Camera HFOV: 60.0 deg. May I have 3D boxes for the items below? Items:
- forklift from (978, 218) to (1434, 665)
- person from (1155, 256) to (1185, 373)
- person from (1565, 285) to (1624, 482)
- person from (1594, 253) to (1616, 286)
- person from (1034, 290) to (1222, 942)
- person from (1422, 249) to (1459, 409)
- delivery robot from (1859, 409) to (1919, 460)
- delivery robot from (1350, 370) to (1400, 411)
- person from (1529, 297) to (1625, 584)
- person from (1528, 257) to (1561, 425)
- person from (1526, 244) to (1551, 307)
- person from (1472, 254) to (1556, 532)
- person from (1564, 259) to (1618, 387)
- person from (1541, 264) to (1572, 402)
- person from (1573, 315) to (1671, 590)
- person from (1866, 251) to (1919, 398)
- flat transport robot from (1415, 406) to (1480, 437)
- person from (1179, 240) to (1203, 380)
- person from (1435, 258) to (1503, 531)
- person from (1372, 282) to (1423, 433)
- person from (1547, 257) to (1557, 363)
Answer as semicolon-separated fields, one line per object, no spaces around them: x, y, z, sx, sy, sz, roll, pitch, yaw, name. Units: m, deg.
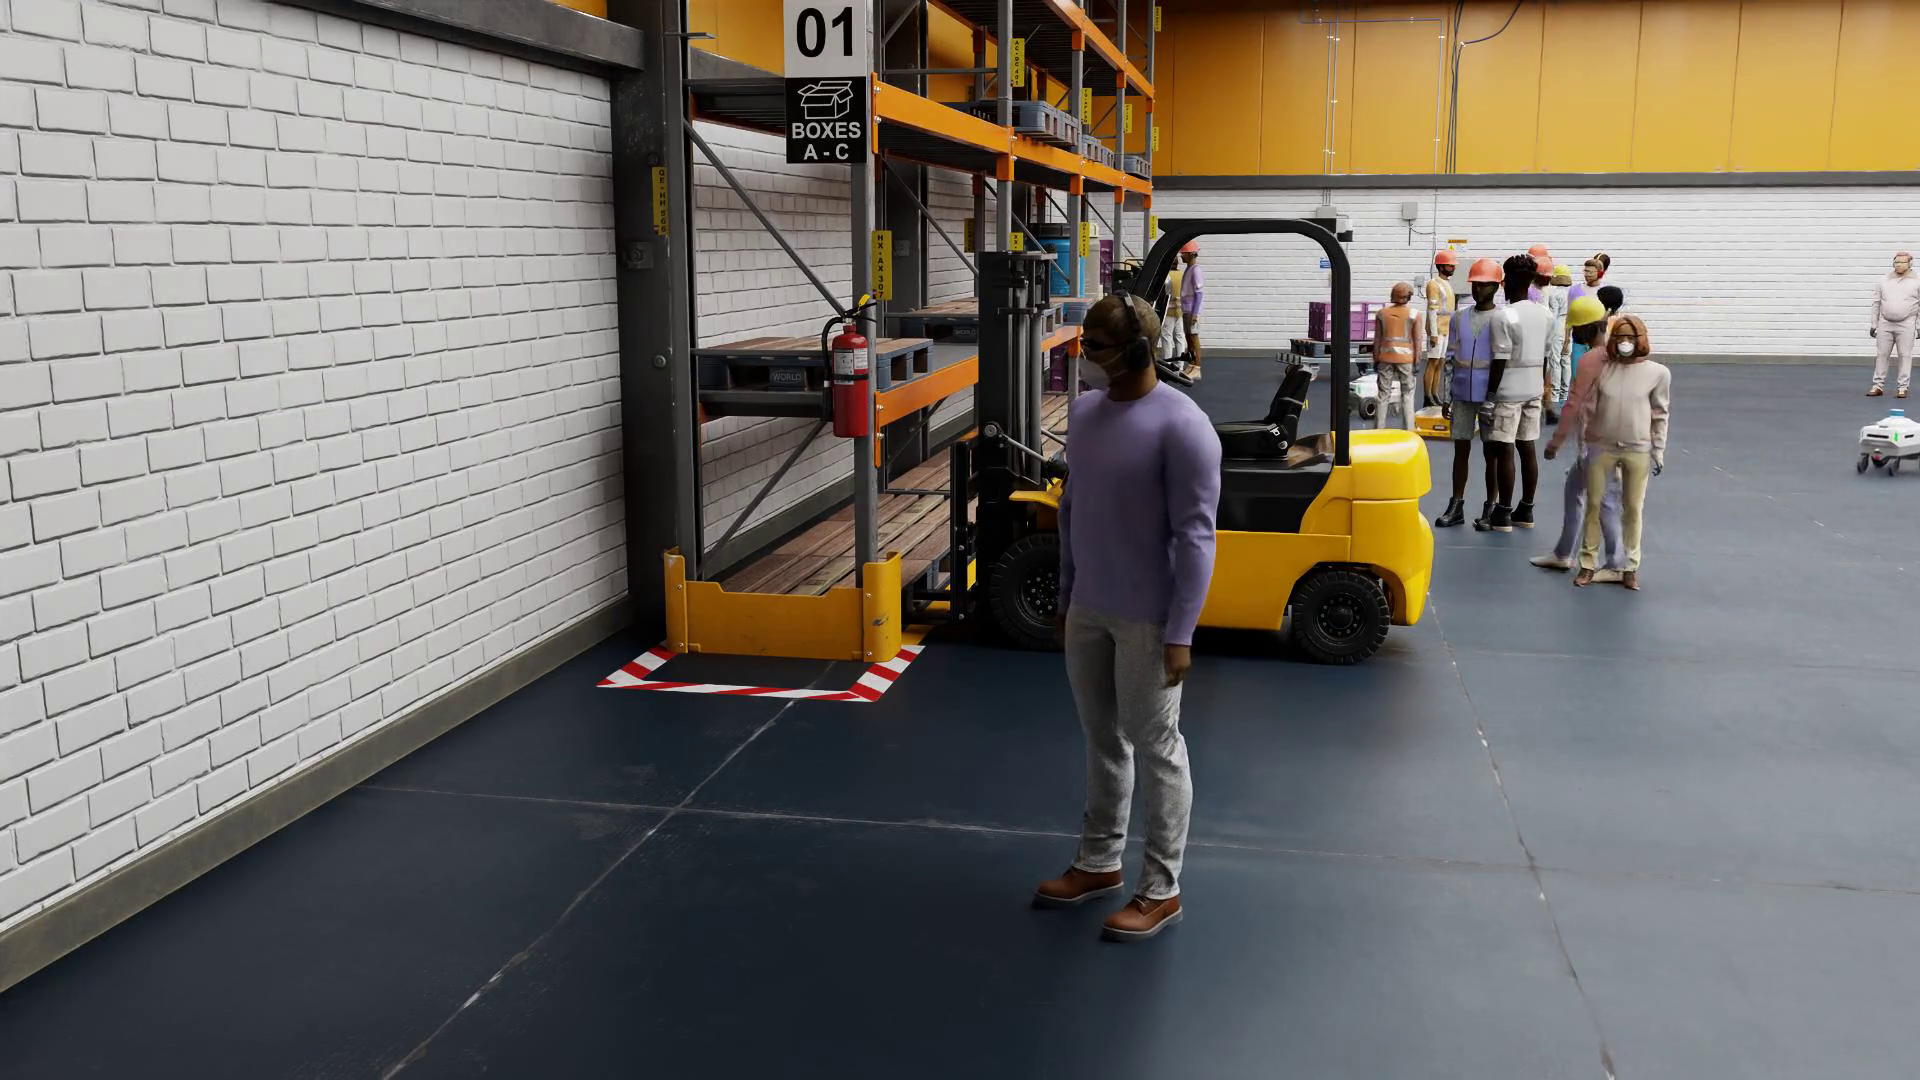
1.285;-0.567;8.635;2.313;2.155;1.214;2;11;11;forklift
3.158;-3.376;25.002;0.624;1.845;0.430;-7;12;-33;person
5.534;-1.351;14.336;0.552;1.669;0.614;-4;11;-22;person
8.532;-2.886;22.266;0.512;1.862;0.329;-8;13;-36;person
0.500;0.227;4.996;0.372;1.935;0.627;-7;12;-33;person
5.794;-2.516;20.017;0.361;1.939;0.543;7;13;35;person
8.330;-0.920;14.806;0.707;0.478;0.477;-8;13;-37;delivery robot
4.757;-1.730;19.246;0.707;0.478;0.477;-6;12;-30;delivery robot
3.768;-0.605;10.125;0.744;1.726;0.523;7;12;32;person
6.291;-2.203;18.516;1.033;1.891;0.548;5;12;27;person
7.665;-2.951;22.249;0.382;1.995;0.612;-3;11;-18;person
3.947;-1.041;11.859;0.602;1.966;0.368;-7;12;-33;person
7.180;-2.270;18.934;0.564;1.841;0.390;7;12;32;person
7.620;-2.637;21.219;0.494;1.742;0.308;-8;13;-37;person
3.934;-0.518;9.903;0.502;1.632;0.279;5;11;24;person
12.220;-2.804;21.695;0.652;1.904;0.402;10;14;43;person
5.200;-1.260;17.709;0.652;0.197;1.431;5;11;25;flat transport robot
3.368;-3.373;24.429;0.397;2.043;0.609;-1;10;-6;person
3.705;-1.036;11.895;0.545;1.942;0.352;8;13;39;person
4.468;-1.812;17.014;0.524;1.629;0.324;6;12;30;person
7.994;-2.989;22.882;0.634;1.841;0.429;3;11;14;person
